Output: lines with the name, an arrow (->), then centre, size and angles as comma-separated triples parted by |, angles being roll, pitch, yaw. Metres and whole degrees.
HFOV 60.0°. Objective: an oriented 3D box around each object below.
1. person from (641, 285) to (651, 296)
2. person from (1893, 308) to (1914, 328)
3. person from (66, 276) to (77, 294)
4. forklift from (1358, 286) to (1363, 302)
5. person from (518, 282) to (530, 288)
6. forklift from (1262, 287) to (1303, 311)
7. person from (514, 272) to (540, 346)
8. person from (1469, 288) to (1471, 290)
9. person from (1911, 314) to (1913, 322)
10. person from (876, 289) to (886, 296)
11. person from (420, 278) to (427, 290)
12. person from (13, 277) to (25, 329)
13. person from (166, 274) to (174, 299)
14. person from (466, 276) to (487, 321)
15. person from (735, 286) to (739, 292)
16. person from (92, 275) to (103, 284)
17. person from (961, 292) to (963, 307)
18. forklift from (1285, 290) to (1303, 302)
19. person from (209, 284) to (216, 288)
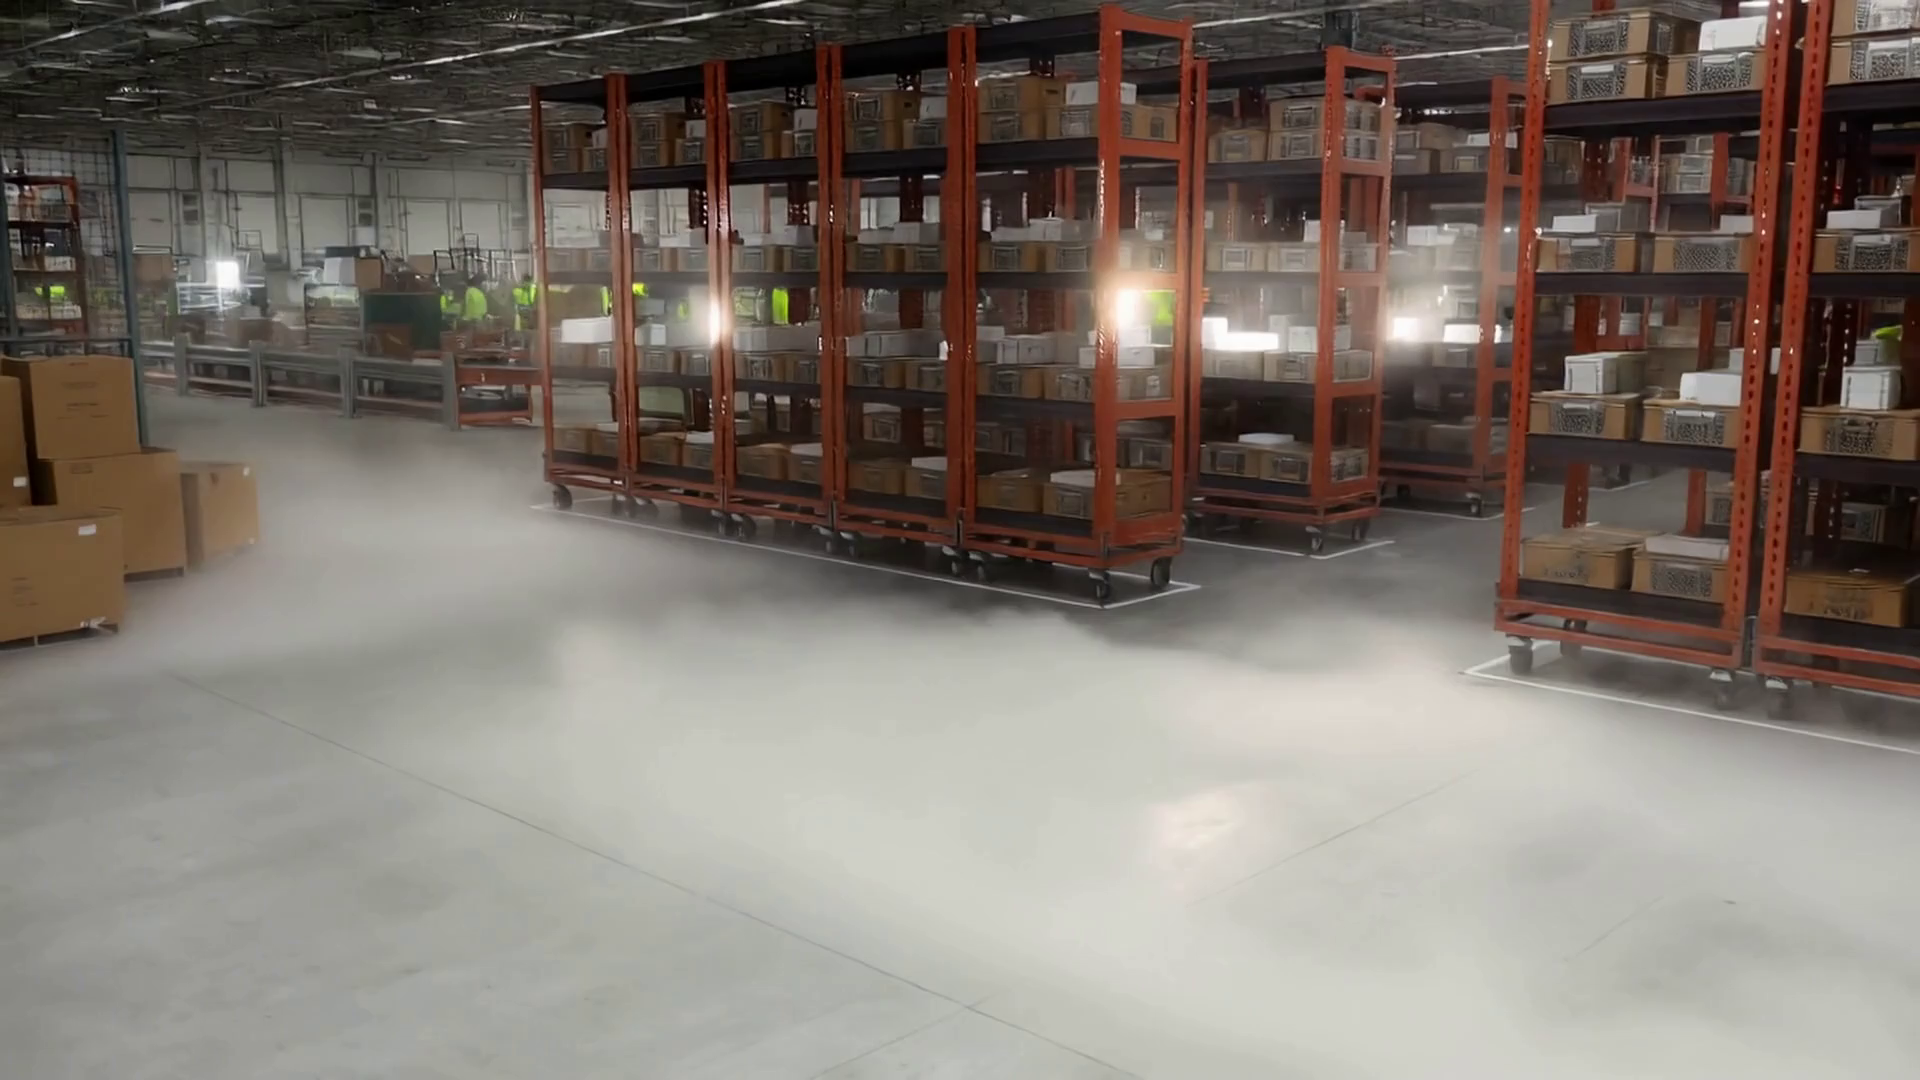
person -> -15.918, -12.653, 84.503 | 0.785, 1.910, 0.636 | 7, 12, 38
person -> 9.040, -1.403, 15.753 | 0.589, 1.823, 0.462 | 6, 11, 34
person -> -29.450, -7.868, 55.059 | 0.686, 1.947, 0.631 | -1, 9, -6
forklift -> 11.100, -7.017, 46.970 | 1.873, 2.768, 1.129 | 9, 13, 43
person -> -17.520, -9.781, 67.005 | 0.531, 1.870, 0.317 | -6, 11, -33
forklift -> 10.769, -8.203, 54.240 | 1.129, 2.768, 1.873 | 8, 12, 42
person -> -9.999, -5.207, 38.586 | 0.632, 2.004, 0.922 | -1, 9, -5
person -> 16.786, -7.705, 54.746 | 0.926, 1.721, 0.534 | 6, 11, 33
person -> 8.956, -1.331, 15.430 | 0.616, 1.795, 0.617 | -4, 10, -23
person -> -2.717, -8.456, 58.824 | 0.994, 1.881, 0.554 | 8, 12, 42
person -> -19.633, -8.696, 60.718 | 0.504, 1.753, 0.528 | -7, 12, -37
person -> -30.489, -7.650, 53.995 | 1.026, 1.853, 0.601 | -5, 11, -29
person -> -36.671, -11.441, 77.340 | 0.979, 1.826, 0.539 | 0, 9, -3
person -> -11.718, -5.465, 40.478 | 0.440, 1.887, 0.709 | 1, 9, 5
person -> -11.322, -12.570, 84.025 | 0.659, 1.889, 0.979 | 6, 11, 31
person -> -43.550, -12.520, 84.099 | 0.648, 1.788, 1.013 | 5, 11, 30
person -> -0.039, -8.194, 58.036 | 0.379, 1.622, 0.499 | 8, 12, 39
forklift -> 10.892, -7.691, 51.102 | 1.873, 2.768, 1.129 | 9, 13, 43
person -> -40.266, -13.481, 89.682 | 0.404, 1.879, 0.763 | -2, 9, -12
